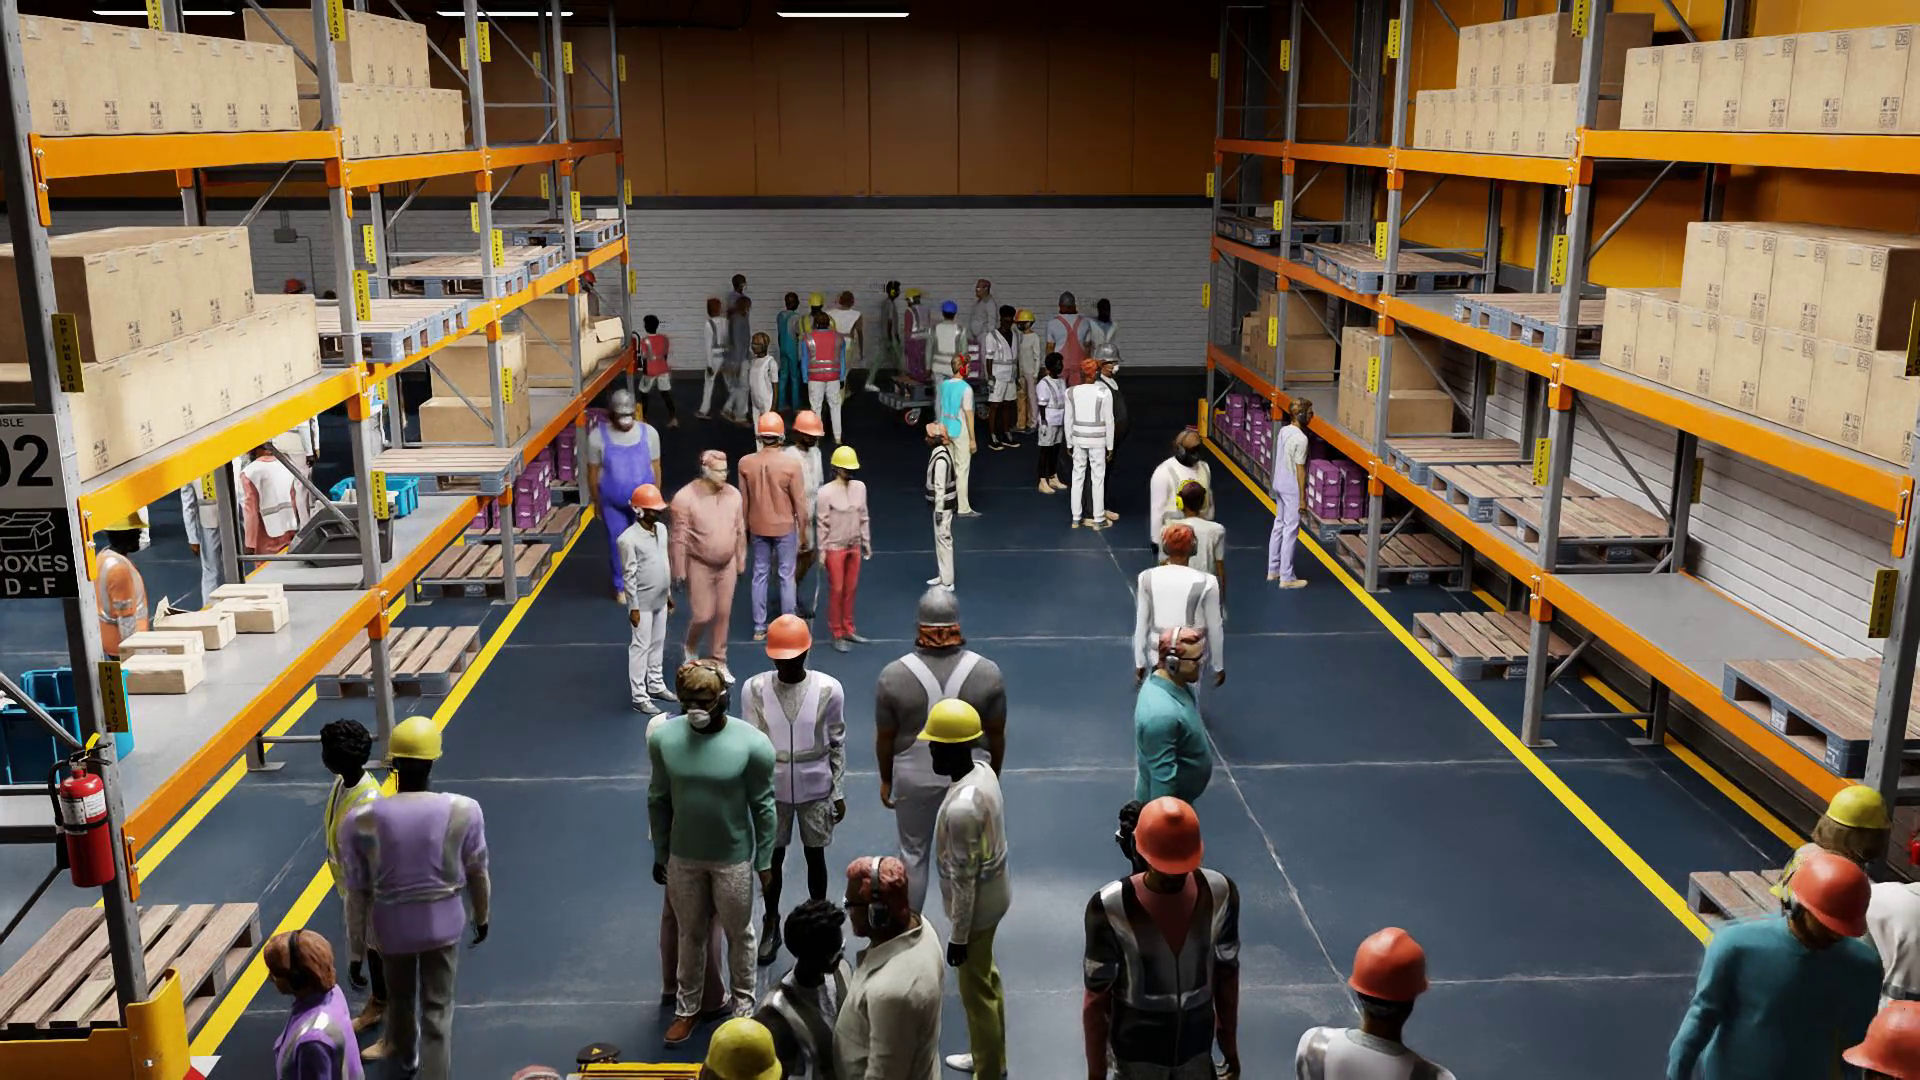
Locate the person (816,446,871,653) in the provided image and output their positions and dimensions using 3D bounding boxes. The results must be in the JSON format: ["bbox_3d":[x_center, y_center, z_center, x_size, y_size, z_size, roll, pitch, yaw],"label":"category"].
[{"bbox_3d":[-0.972,0.066,14.028,0.525,1.758,0.334,-14,20,-43],"label":"person"}]

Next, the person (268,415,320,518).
[{"bbox_3d":[-7.268,-1.028,18.083,0.576,1.880,0.350,-6,16,-23],"label":"person"}]

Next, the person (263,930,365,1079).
[{"bbox_3d":[-2.295,2.167,6.036,0.313,1.629,0.524,-5,15,-18],"label":"person"}]

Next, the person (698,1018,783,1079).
[{"bbox_3d":[-0.678,2.304,5.282,0.320,1.737,0.485,13,20,42],"label":"person"}]

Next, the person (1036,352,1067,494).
[{"bbox_3d":[1.114,-1.408,19.930,0.315,1.696,0.541,9,17,33],"label":"person"}]

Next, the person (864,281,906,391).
[{"bbox_3d":[-1.142,-3.330,27.244,0.971,1.827,0.541,-5,15,-18],"label":"person"}]

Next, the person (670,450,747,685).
[{"bbox_3d":[-1.981,0.213,13.178,0.676,1.892,0.452,-12,19,-40],"label":"person"}]

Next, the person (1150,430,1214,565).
[{"bbox_3d":[1.914,-0.058,14.381,0.623,1.821,0.477,-11,18,-38],"label":"person"}]

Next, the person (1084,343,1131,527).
[{"bbox_3d":[1.611,-1.175,18.331,0.535,2.000,0.683,5,15,17],"label":"person"}]

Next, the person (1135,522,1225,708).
[{"bbox_3d":[1.399,0.811,10.936,0.592,1.852,0.884,9,17,32],"label":"person"}]

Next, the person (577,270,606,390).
[{"bbox_3d":[-6.095,-3.420,27.260,0.407,1.986,0.612,9,17,30],"label":"person"}]

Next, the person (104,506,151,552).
[{"bbox_3d":[-8.682,-0.796,17.232,0.570,1.844,0.379,4,15,14],"label":"person"}]

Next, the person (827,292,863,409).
[{"bbox_3d":[-1.773,-2.951,25.817,0.577,1.778,0.990,4,15,16],"label":"person"}]

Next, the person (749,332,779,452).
[{"bbox_3d":[-2.444,-1.657,20.612,0.345,1.847,0.504,-13,19,-42],"label":"person"}]

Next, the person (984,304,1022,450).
[{"bbox_3d":[0.599,-2.212,22.564,0.603,1.959,0.374,-13,19,-41],"label":"person"}]

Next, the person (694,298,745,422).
[{"bbox_3d":[-3.566,-2.663,24.597,1.000,1.832,0.591,11,18,37],"label":"person"}]

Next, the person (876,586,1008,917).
[{"bbox_3d":[-0.105,1.225,8.911,0.691,2.000,0.535,-1,14,-5],"label":"person"}]

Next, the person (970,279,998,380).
[{"bbox_3d":[0.355,-3.211,26.585,0.407,1.912,0.643,-6,15,-21],"label":"person"}]

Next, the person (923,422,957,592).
[{"bbox_3d":[-0.188,-0.312,15.767,0.315,1.630,0.516,0,14,-1],"label":"person"}]

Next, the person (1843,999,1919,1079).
[{"bbox_3d":[2.829,2.303,4.762,0.741,2.011,0.625,8,16,28],"label":"person"}]

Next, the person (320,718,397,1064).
[{"bbox_3d":[-2.831,1.649,7.926,0.322,1.699,0.535,-9,17,-31],"label":"person"}]

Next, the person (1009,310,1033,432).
[{"bbox_3d":[0.905,-2.418,23.819,0.356,1.736,0.579,8,16,29],"label":"person"}]

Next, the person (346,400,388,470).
[{"bbox_3d":[-7.555,-1.866,21.164,0.617,1.984,0.410,4,15,16],"label":"person"}]

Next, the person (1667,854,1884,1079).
[{"bbox_3d":[2.919,2.009,5.979,0.661,1.963,0.518,1,14,4],"label":"person"}]

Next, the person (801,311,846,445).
[{"bbox_3d":[-1.873,-2.216,22.843,0.624,1.835,0.431,-4,15,-14],"label":"person"}]

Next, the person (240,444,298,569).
[{"bbox_3d":[-5.864,-0.048,14.178,0.401,1.909,0.599,3,15,13],"label":"person"}]

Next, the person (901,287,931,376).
[{"bbox_3d":[-0.714,-3.101,26.383,0.478,1.793,0.628,10,18,35],"label":"person"}]

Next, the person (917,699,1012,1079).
[{"bbox_3d":[0.018,1.643,7.532,0.425,1.917,0.590,2,14,8],"label":"person"}]

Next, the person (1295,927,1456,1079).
[{"bbox_3d":[1.340,2.174,5.413,0.545,1.930,0.391,11,18,36],"label":"person"}]

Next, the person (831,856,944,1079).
[{"bbox_3d":[-0.263,2.035,6.031,0.399,1.897,0.652,1,14,5],"label":"person"}]

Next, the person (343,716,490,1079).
[{"bbox_3d":[-2.406,1.685,7.433,0.617,1.867,0.999,-4,15,-14],"label":"person"}]

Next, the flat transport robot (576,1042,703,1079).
[{"bbox_3d":[-1.442,2.597,7.054,0.652,0.197,1.431,0,14,1],"label":"flat transport robot"}]
